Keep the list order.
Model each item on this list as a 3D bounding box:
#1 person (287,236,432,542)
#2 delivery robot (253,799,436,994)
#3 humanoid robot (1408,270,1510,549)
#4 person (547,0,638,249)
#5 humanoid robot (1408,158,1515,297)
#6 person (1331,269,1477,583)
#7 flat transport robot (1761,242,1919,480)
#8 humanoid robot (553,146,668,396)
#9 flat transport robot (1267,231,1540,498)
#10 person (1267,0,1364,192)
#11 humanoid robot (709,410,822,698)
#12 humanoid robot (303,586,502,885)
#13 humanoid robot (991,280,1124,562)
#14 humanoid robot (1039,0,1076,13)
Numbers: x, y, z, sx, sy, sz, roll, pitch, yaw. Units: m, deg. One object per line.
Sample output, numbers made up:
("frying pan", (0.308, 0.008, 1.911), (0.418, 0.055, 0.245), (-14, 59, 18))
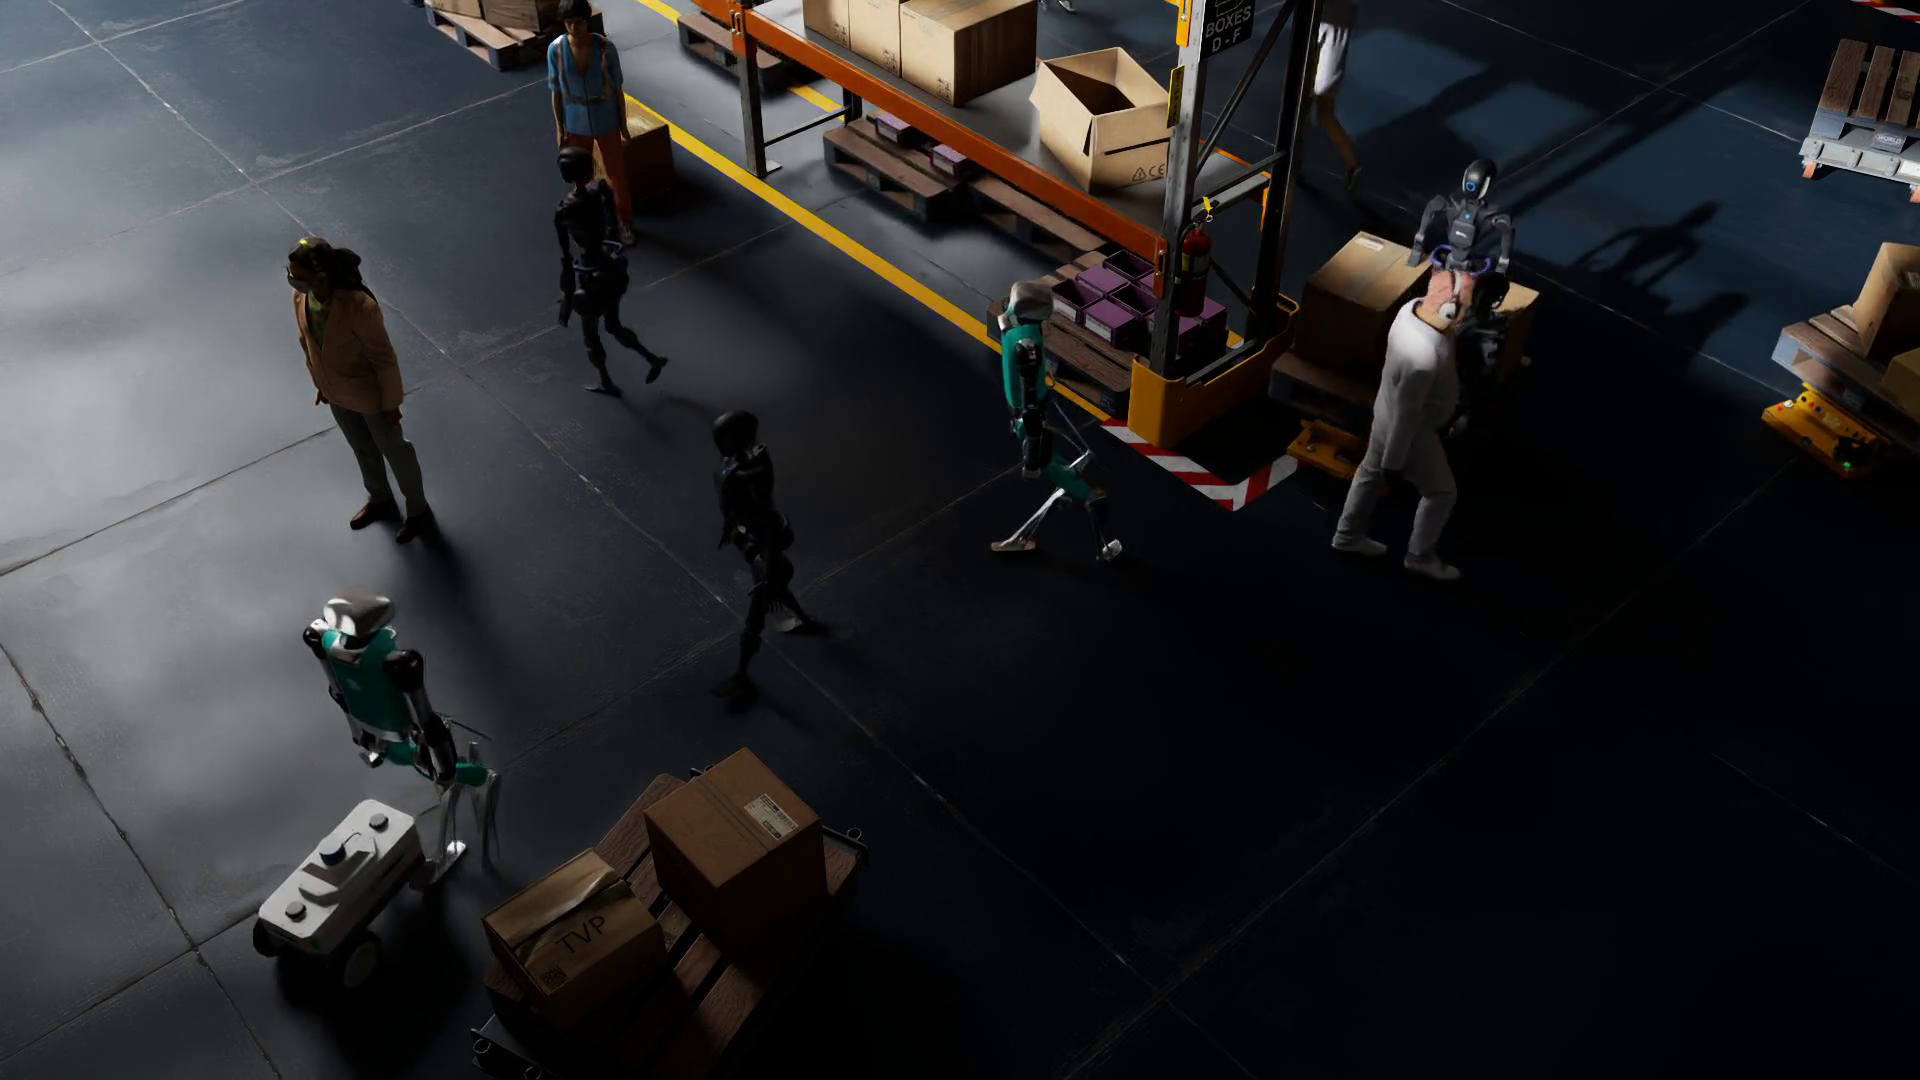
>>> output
("person", (-3.168, -0.804, 8.784), (0.559, 1.875, 0.390), (18, 46, 19))
("delivery robot", (-2.682, 1.535, 7.226), (0.499, 0.611, 0.792), (18, 46, 19))
("humanoid robot", (2.717, -0.723, 8.838), (0.390, 1.638, 0.590), (-2, 43, -2))
("person", (-2.428, -2.741, 10.969), (0.488, 1.767, 0.326), (-6, 43, -7))
("humanoid robot", (2.849, -1.457, 9.632), (0.610, 1.649, 0.346), (22, 47, 22))
("person", (2.413, -0.577, 8.529), (0.798, 1.868, 0.645), (3, 43, 3))
("flat transport robot", (5.599, -0.808, 9.974), (1.431, 0.231, 0.659), (-19, 46, -19))
("humanoid robot", (-2.075, -1.513, 9.712), (0.525, 1.641, 0.610), (17, 45, 17))
("flat transport robot", (2.595, -0.802, 9.967), (0.659, 0.231, 1.431), (27, 49, 26))
("person", (2.534, -3.188, 11.494), (0.557, 1.714, 0.712), (-31, 51, -29))
("humanoid robot", (-1.003, 0.026, 8.057), (0.756, 1.626, 0.600), (-23, 47, -23))
("humanoid robot", (-2.279, 0.801, 7.147), (0.531, 1.814, 0.624), (18, 45, 18))
("humanoid robot", (0.601, -0.554, 8.652), (0.855, 1.840, 0.535), (-5, 43, -5))
("humanoid robot", (0.922, -5.123, 13.606), (0.543, 1.796, 0.801), (-7, 43, -8))
